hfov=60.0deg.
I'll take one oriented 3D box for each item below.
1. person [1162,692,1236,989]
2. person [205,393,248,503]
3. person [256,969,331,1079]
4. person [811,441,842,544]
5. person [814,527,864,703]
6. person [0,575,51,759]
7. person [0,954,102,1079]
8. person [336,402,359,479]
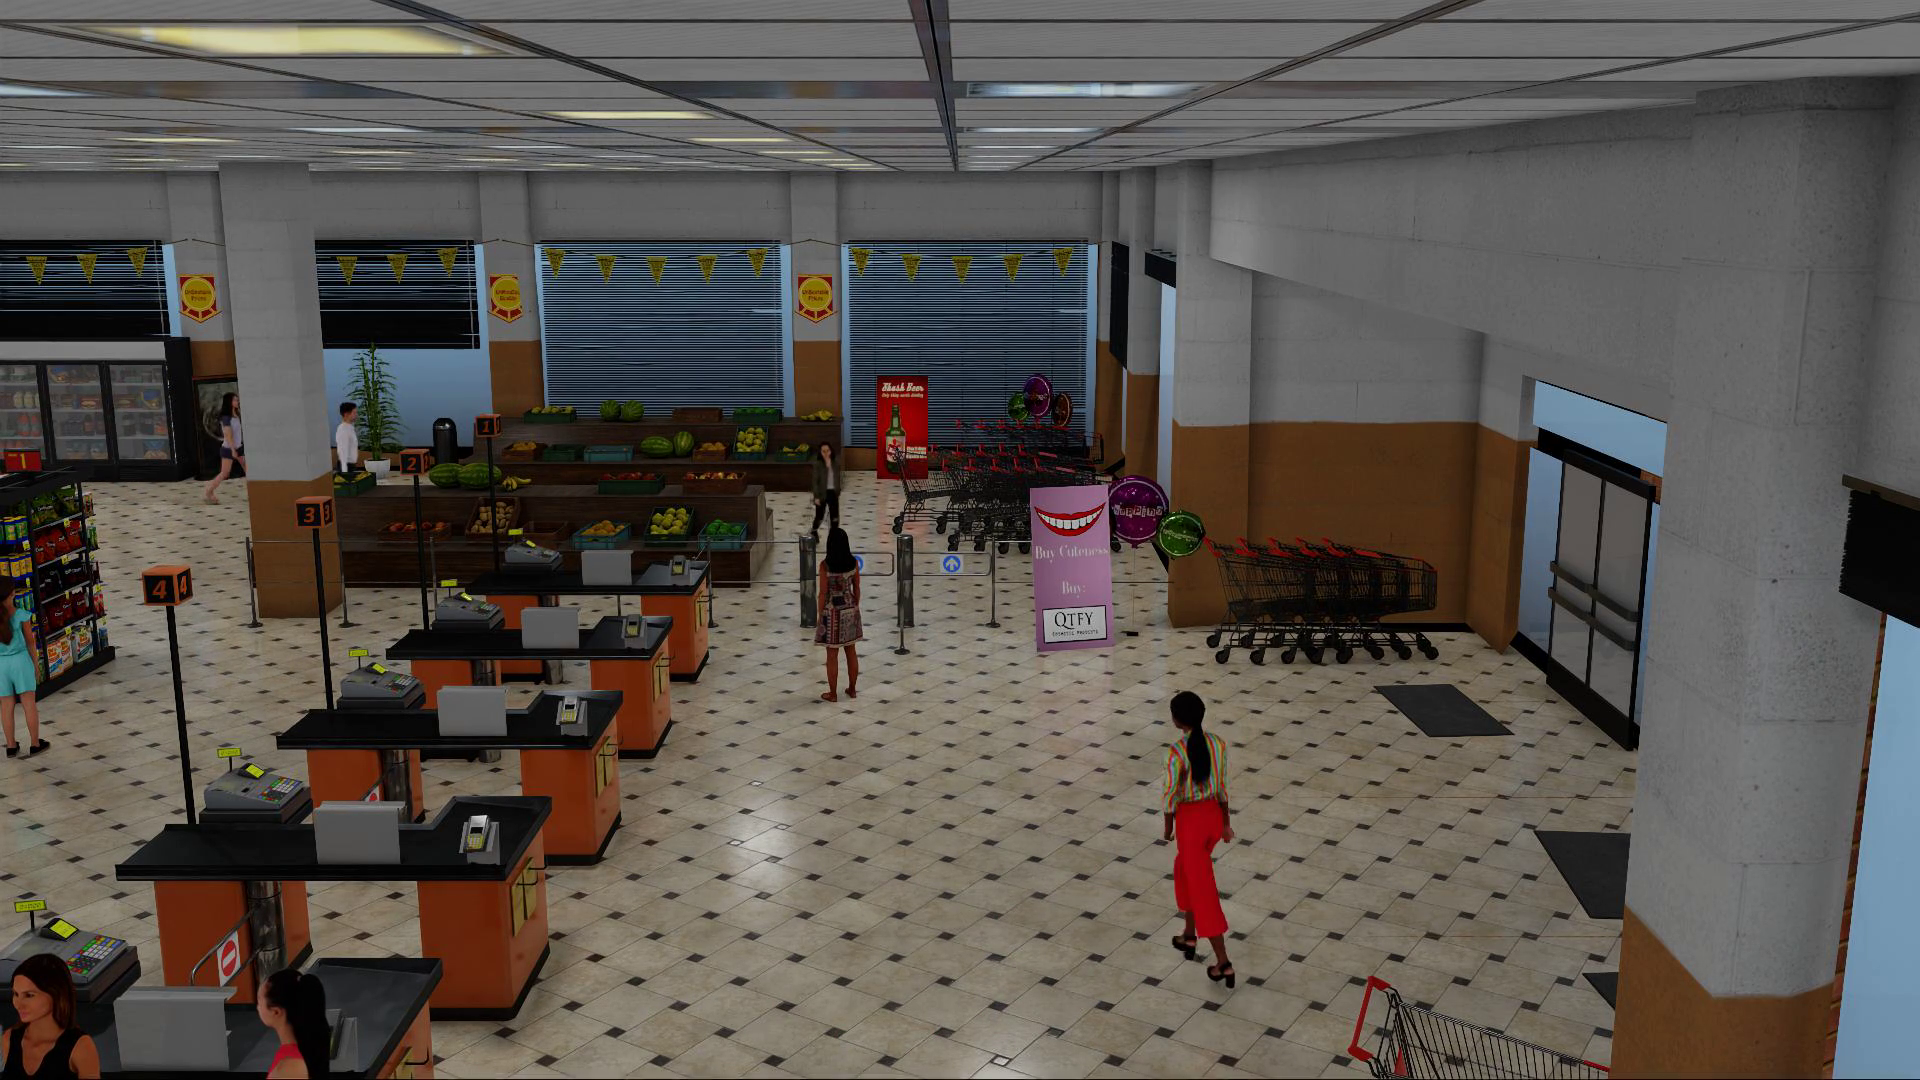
[{"bbox_3d":[1.469,1.818,9.905,0.916,1.744,0.904,-6,13,-26],"label":"person"},{"bbox_3d":[-11.107,-1.367,25.210,1.084,1.670,0.600,0,12,1],"label":"person"},{"bbox_3d":[-2.602,2.517,6.634,0.598,1.725,0.640,-1,12,-7],"label":"person"},{"bbox_3d":[-1.802,-0.580,22.007,1.027,1.450,0.921,-6,13,-25],"label":"person"},{"bbox_3d":[-1.129,0.685,15.526,0.664,1.645,0.785,-7,14,-32],"label":"person"},{"bbox_3d":[-7.963,1.053,13.992,0.549,1.558,0.658,-3,12,-13],"label":"person"},{"bbox_3d":[-3.515,2.487,6.509,0.511,1.835,0.674,2,12,9],"label":"person"},{"bbox_3d":[-8.520,-0.962,22.865,1.272,1.844,0.944,-4,13,-20],"label":"person"}]
